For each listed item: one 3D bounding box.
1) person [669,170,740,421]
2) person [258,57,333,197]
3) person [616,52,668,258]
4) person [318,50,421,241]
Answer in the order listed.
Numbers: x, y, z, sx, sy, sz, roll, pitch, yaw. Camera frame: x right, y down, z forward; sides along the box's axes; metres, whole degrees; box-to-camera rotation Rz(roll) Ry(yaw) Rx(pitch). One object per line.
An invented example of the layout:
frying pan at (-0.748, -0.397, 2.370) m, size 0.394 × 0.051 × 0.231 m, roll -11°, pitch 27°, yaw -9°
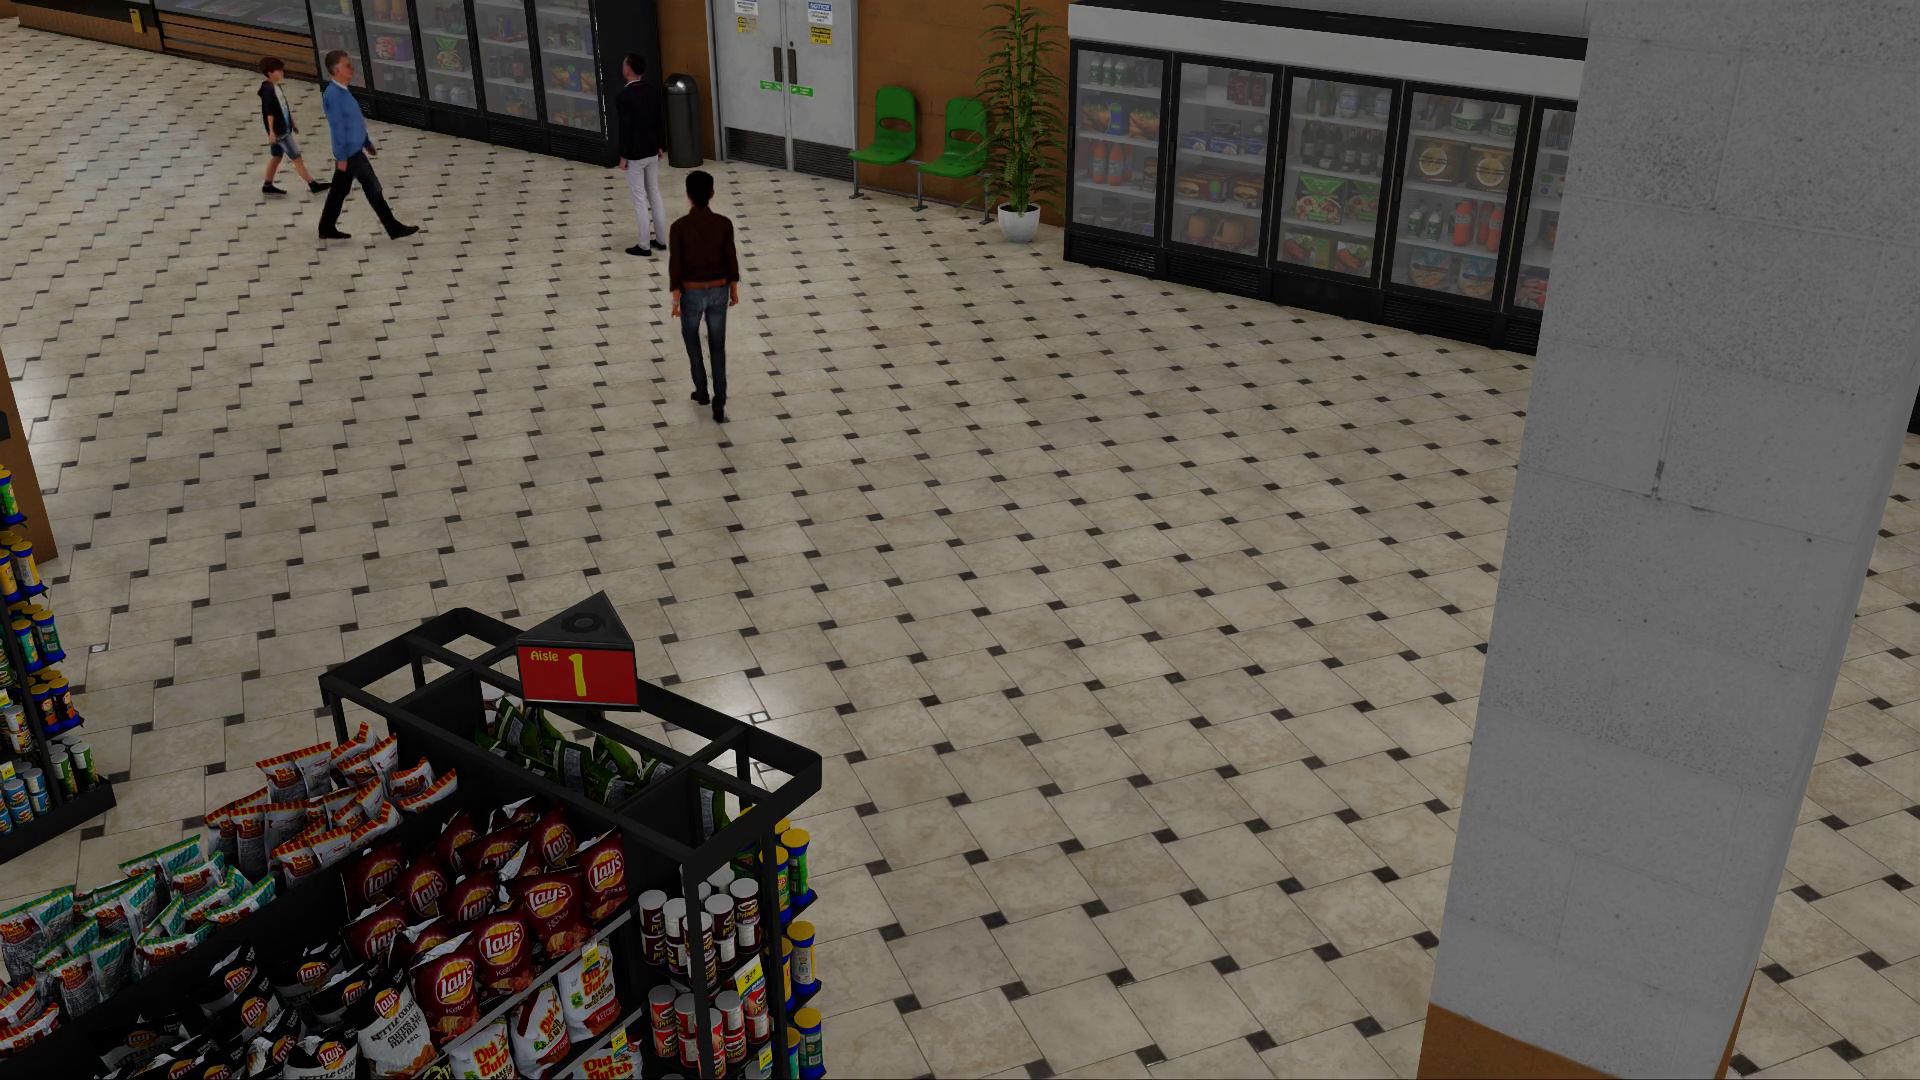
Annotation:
person at (-1.772, -1.678, 11.680) m, size 0.817 × 1.764 × 0.888 m, roll -9°, pitch 28°, yaw -16°
person at (-7.021, -4.187, 17.022) m, size 0.996 × 1.408 × 0.940 m, roll -4°, pitch 27°, yaw -9°
person at (-2.919, -3.537, 15.257) m, size 0.721 × 1.845 × 0.504 m, roll 20°, pitch 33°, yaw 34°
person at (-5.789, -3.628, 15.519) m, size 1.242 × 1.771 × 1.140 m, roll -6°, pitch 28°, yaw -12°
